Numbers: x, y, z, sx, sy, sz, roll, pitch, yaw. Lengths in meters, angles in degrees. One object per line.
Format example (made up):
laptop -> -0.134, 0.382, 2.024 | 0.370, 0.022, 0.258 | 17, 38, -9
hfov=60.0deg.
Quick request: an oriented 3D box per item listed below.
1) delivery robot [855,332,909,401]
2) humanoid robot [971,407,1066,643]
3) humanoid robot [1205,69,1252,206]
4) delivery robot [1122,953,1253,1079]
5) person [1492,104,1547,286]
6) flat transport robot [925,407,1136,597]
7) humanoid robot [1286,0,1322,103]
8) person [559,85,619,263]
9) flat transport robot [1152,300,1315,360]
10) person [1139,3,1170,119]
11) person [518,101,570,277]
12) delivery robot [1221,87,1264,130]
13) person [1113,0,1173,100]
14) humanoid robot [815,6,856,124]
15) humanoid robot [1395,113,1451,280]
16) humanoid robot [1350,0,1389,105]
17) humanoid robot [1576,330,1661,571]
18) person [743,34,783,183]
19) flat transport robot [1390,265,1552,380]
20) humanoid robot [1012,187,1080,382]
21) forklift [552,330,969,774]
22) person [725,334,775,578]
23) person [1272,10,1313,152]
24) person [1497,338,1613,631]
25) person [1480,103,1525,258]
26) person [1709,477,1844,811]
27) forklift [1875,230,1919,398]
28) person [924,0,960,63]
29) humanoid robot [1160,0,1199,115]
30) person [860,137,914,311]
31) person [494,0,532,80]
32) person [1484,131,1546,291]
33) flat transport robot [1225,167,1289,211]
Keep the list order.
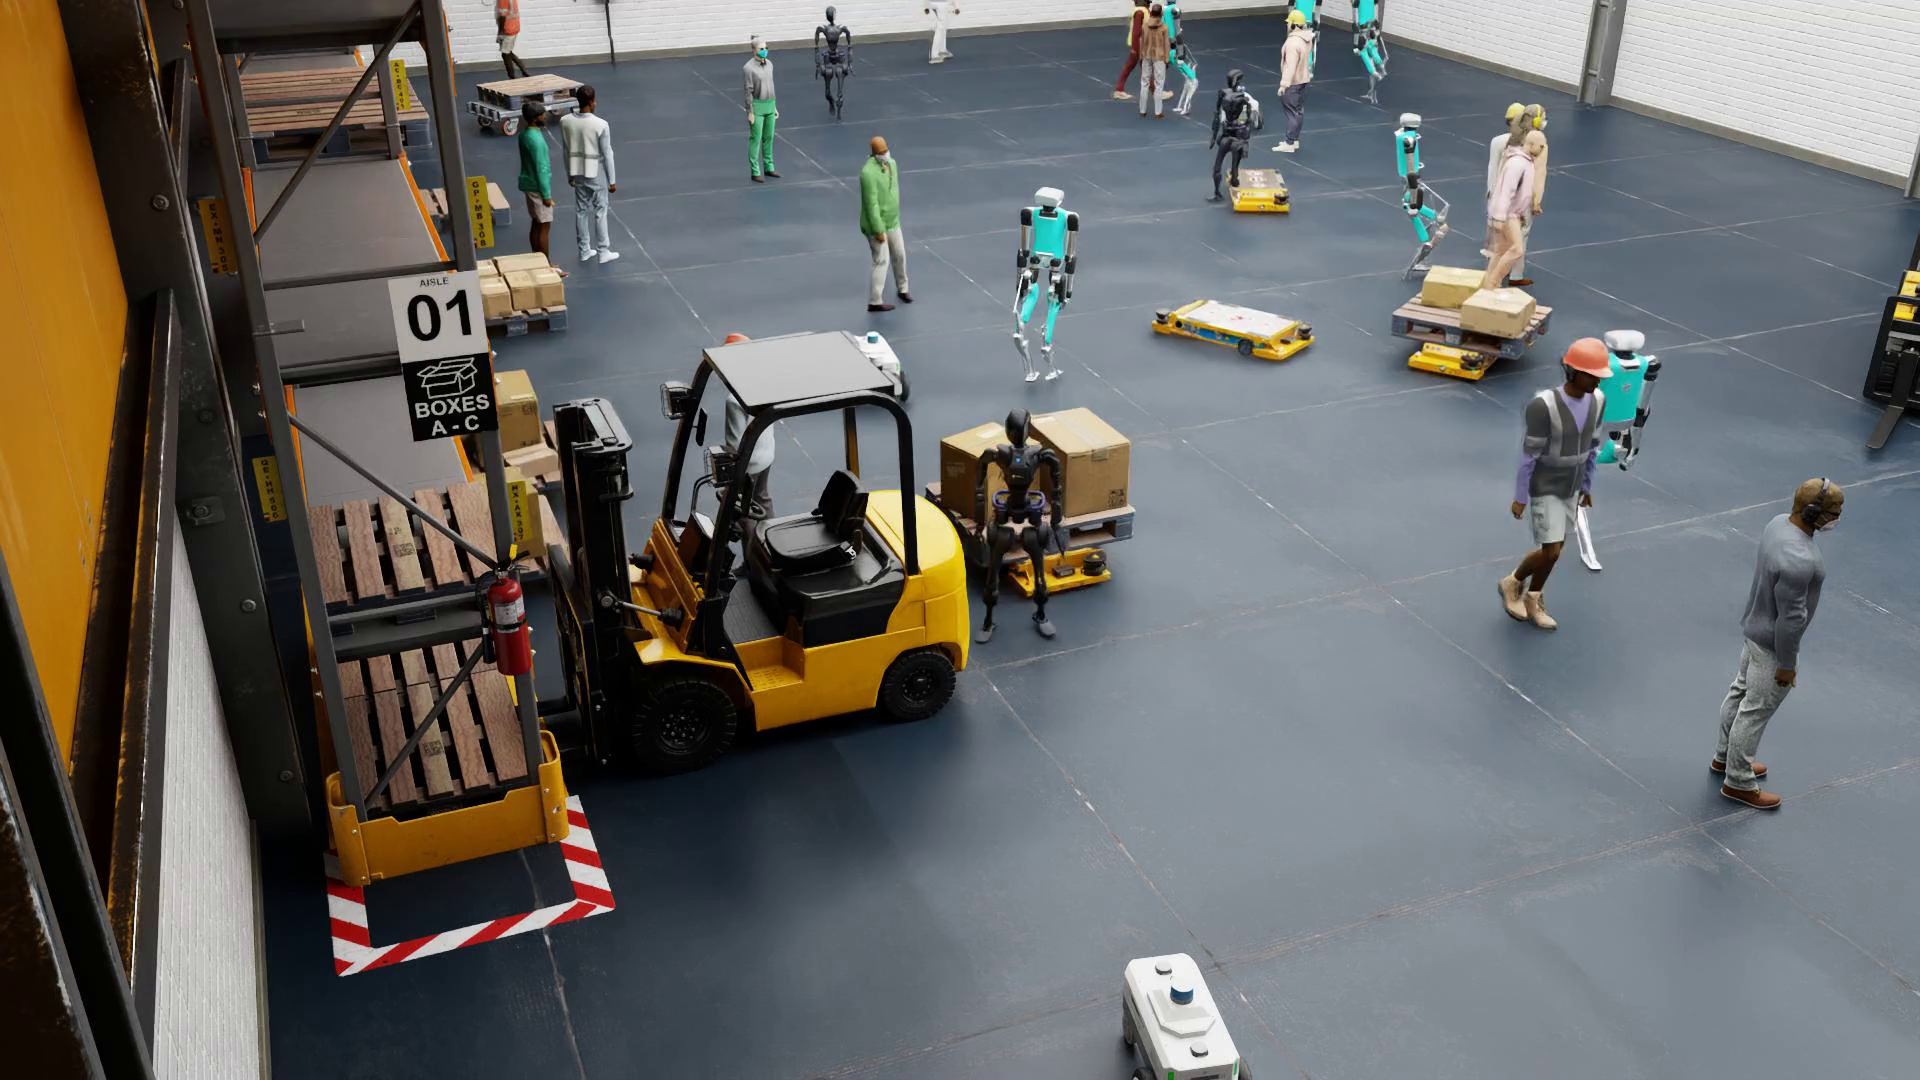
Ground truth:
delivery robot -> -0.762, -1.533, 14.732 | 0.499, 0.606, 0.809 | -7, 28, -13
humanoid robot -> 0.376, -0.112, 10.638 | 0.608, 1.634, 0.395 | 1, 27, 3
humanoid robot -> 3.300, -4.876, 20.129 | 0.382, 1.647, 0.600 | -21, 33, -36
delivery robot -> 0.966, 2.190, 7.314 | 0.499, 0.596, 0.795 | -5, 27, -10
person -> 5.828, -3.590, 17.345 | 0.394, 1.875, 0.553 | -15, 30, -27
flat transport robot -> 0.479, -0.022, 12.032 | 0.659, 0.231, 1.431 | -11, 29, -21
humanoid robot -> 5.274, -7.508, 25.352 | 0.541, 1.822, 0.889 | -1, 27, -2
person -> -4.010, -3.952, 18.031 | 0.595, 1.908, 0.409 | 8, 28, 16
flat transport robot -> 2.631, -2.045, 16.054 | 1.431, 0.231, 0.659 | 20, 33, 34
person -> 2.847, -7.040, 24.458 | 0.463, 1.648, 0.324 | 11, 29, 20
person -> -4.471, -3.701, 17.591 | 0.397, 1.849, 0.492 | -14, 30, -25
delivery robot -> 4.063, -6.239, 24.095 | 0.499, 0.609, 0.804 | -5, 27, -10
person -> 2.822, -7.616, 25.520 | 0.941, 1.719, 0.472 | 5, 27, 10
humanoid robot -> -1.815, -6.974, 24.318 | 0.594, 1.638, 0.660 | 1, 27, 1
humanoid robot -> 4.898, -3.539, 17.480 | 0.792, 1.852, 0.548 | 4, 27, 7
humanoid robot -> 6.363, -7.528, 25.437 | 0.558, 1.831, 0.881 | -17, 31, -30
humanoid robot -> 4.472, -0.737, 11.861 | 0.535, 1.774, 1.010 | -4, 27, -8
person -> -2.527, -5.508, 21.195 | 0.332, 1.839, 0.523 | 19, 32, 33
flat transport robot -> 4.791, -1.859, 15.684 | 0.659, 0.231, 1.431 | 17, 31, 30
humanoid robot -> 0.702, -2.145, 14.641 | 0.538, 1.797, 0.815 | 8, 28, 16
forklift -> -1.094, 0.010, 9.831 | 2.313, 2.155, 1.214 | -10, 28, -20
person -> -1.473, -0.589, 11.522 | 0.351, 1.737, 0.572 | 9, 28, 17
person -> 4.540, -6.218, 22.575 | 0.415, 1.868, 0.809 | 14, 30, 26
person -> 3.858, -0.330, 10.688 | 0.647, 2.027, 0.436 | -14, 30, -25
person -> 5.949, -3.808, 17.937 | 0.531, 1.730, 0.800 | -1, 27, -3
person -> 4.440, 0.544, 9.056 | 0.372, 1.934, 0.626 | 6, 27, 12
forklift -> 9.029, -2.397, 14.618 | 1.214, 2.155, 2.313 | 18, 32, 32
person -> -0.259, -9.103, 28.327 | 0.742, 1.859, 0.582 | -21, 33, -35
humanoid robot -> 3.311, -7.232, 24.736 | 0.718, 1.769, 0.567 | -8, 28, -16
person -> -0.765, -3.185, 16.671 | 0.407, 1.757, 0.615 | 16, 31, 28
person -> -7.062, -8.004, 26.056 | 0.552, 1.932, 0.665 | 0, 27, 1
person -> 5.560, -3.254, 16.806 | 0.478, 1.753, 0.560 | 14, 30, 26
flat transport robot -> 3.683, -4.355, 20.649 | 0.659, 0.231, 1.431 | 2, 27, 3
